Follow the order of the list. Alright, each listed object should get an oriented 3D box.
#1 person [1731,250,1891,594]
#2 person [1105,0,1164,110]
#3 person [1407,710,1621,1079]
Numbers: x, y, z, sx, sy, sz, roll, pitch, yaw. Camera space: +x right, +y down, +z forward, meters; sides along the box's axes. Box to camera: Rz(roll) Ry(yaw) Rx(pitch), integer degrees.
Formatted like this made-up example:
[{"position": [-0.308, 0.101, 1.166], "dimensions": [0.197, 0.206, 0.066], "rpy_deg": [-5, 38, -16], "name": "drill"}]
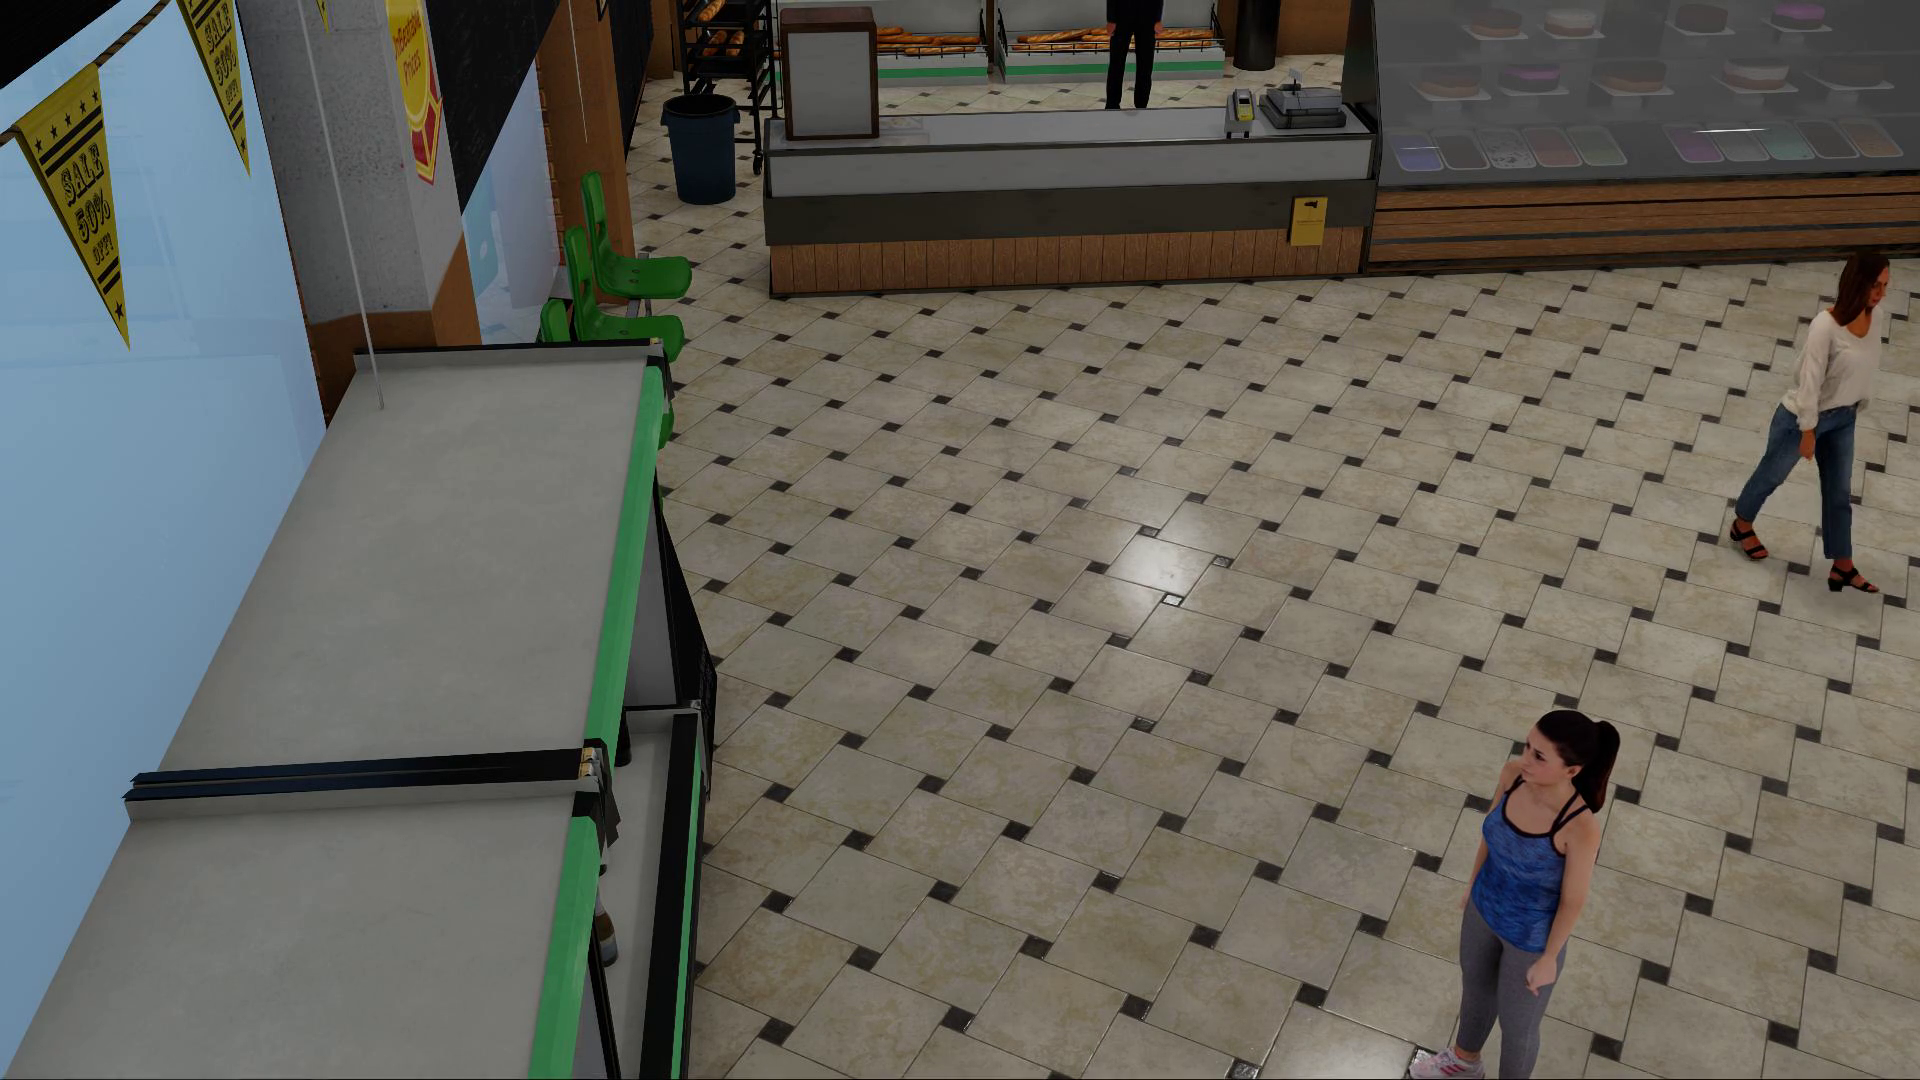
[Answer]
[{"position": [3.955, -0.596, 7.819], "dimensions": [0.853, 1.648, 1.108], "rpy_deg": [-13, 34, -20], "name": "person"}, {"position": [1.419, -4.246, 13.478], "dimensions": [0.610, 1.868, 0.566], "rpy_deg": [-3, 32, -4], "name": "person"}, {"position": [1.689, 1.160, 5.034], "dimensions": [0.676, 1.610, 0.550], "rpy_deg": [-10, 33, -16], "name": "person"}]
